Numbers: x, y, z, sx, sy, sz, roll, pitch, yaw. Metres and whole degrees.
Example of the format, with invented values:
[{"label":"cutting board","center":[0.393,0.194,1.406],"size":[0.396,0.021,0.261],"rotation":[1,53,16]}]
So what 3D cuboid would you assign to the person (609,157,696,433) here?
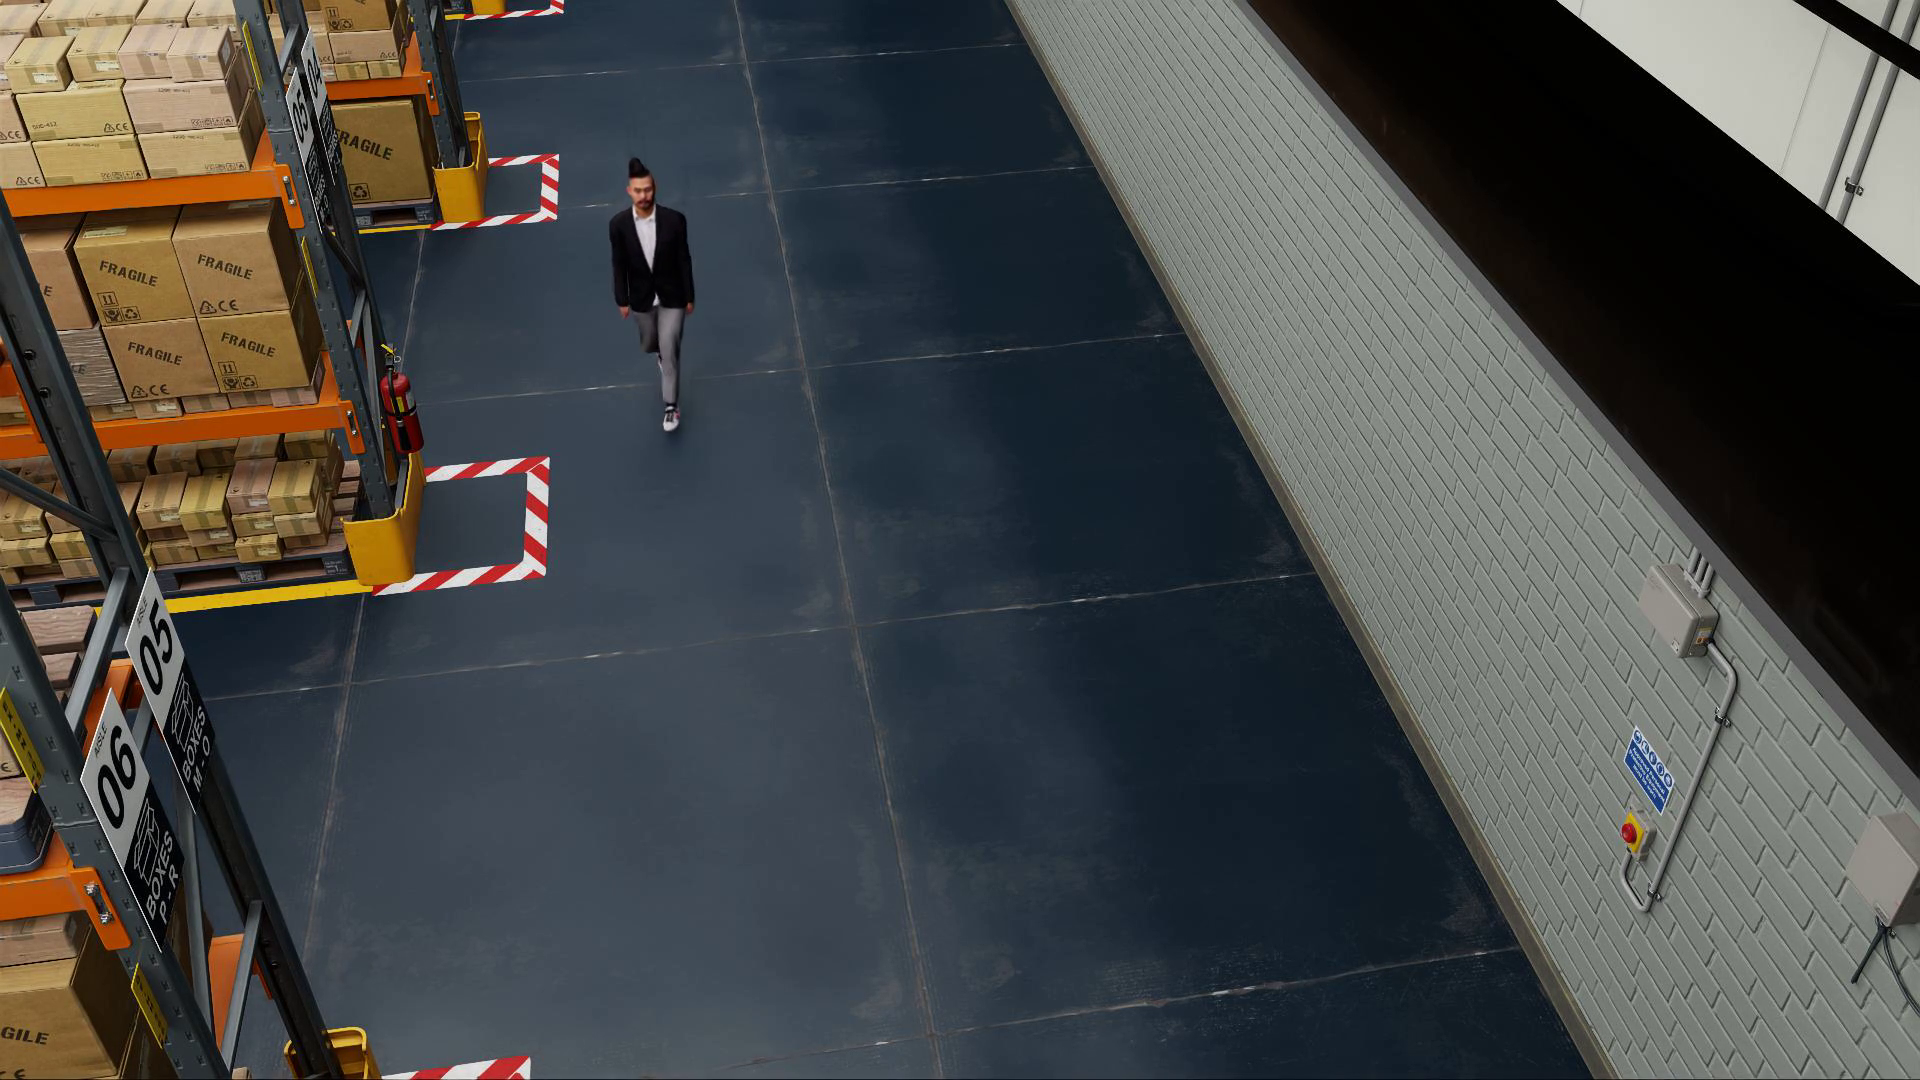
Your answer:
[{"label":"person","center":[-2.107,-1.763,11.562],"size":[1.065,1.931,0.852],"rotation":[-2,38,-3]}]
